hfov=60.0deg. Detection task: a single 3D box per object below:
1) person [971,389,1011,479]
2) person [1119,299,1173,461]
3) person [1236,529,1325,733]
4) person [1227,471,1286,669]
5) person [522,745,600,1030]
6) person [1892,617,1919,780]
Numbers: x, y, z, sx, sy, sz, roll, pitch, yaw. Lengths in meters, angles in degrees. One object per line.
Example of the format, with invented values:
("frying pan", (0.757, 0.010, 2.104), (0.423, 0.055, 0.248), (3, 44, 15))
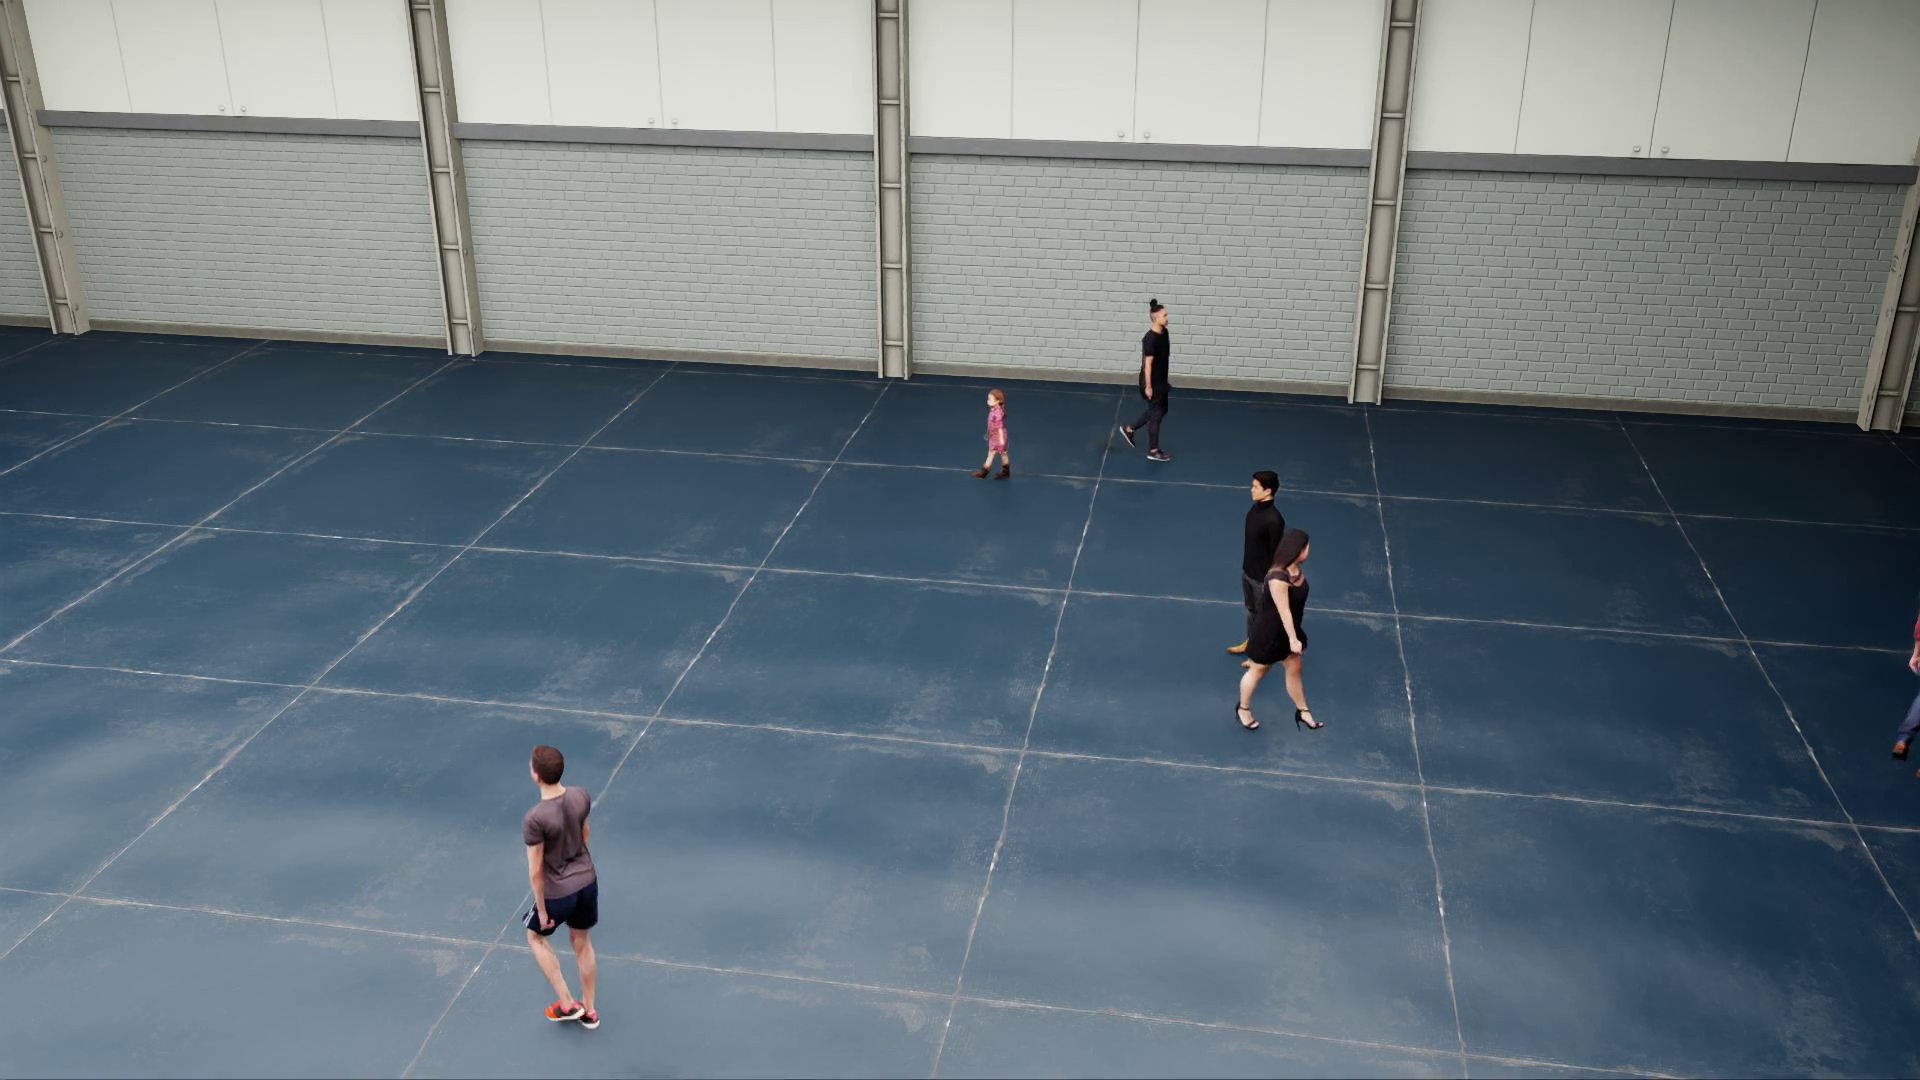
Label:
("person", (0.462, -1.151, 18.129), (0.709, 1.006, 0.550), (-3, 23, -8))
("person", (2.106, -1.804, 18.581), (0.964, 1.854, 0.816), (10, 25, 22))
("person", (2.353, 0.720, 12.874), (1.010, 1.676, 0.847), (13, 26, 27))
("person", (2.520, 0.230, 13.965), (0.685, 1.722, 0.723), (-6, 24, -13))
("person", (-2.217, 2.037, 9.567), (0.803, 1.839, 0.775), (18, 29, 37))
("person", (7.209, 0.936, 12.179), (0.925, 1.822, 0.865), (-15, 27, -32))
